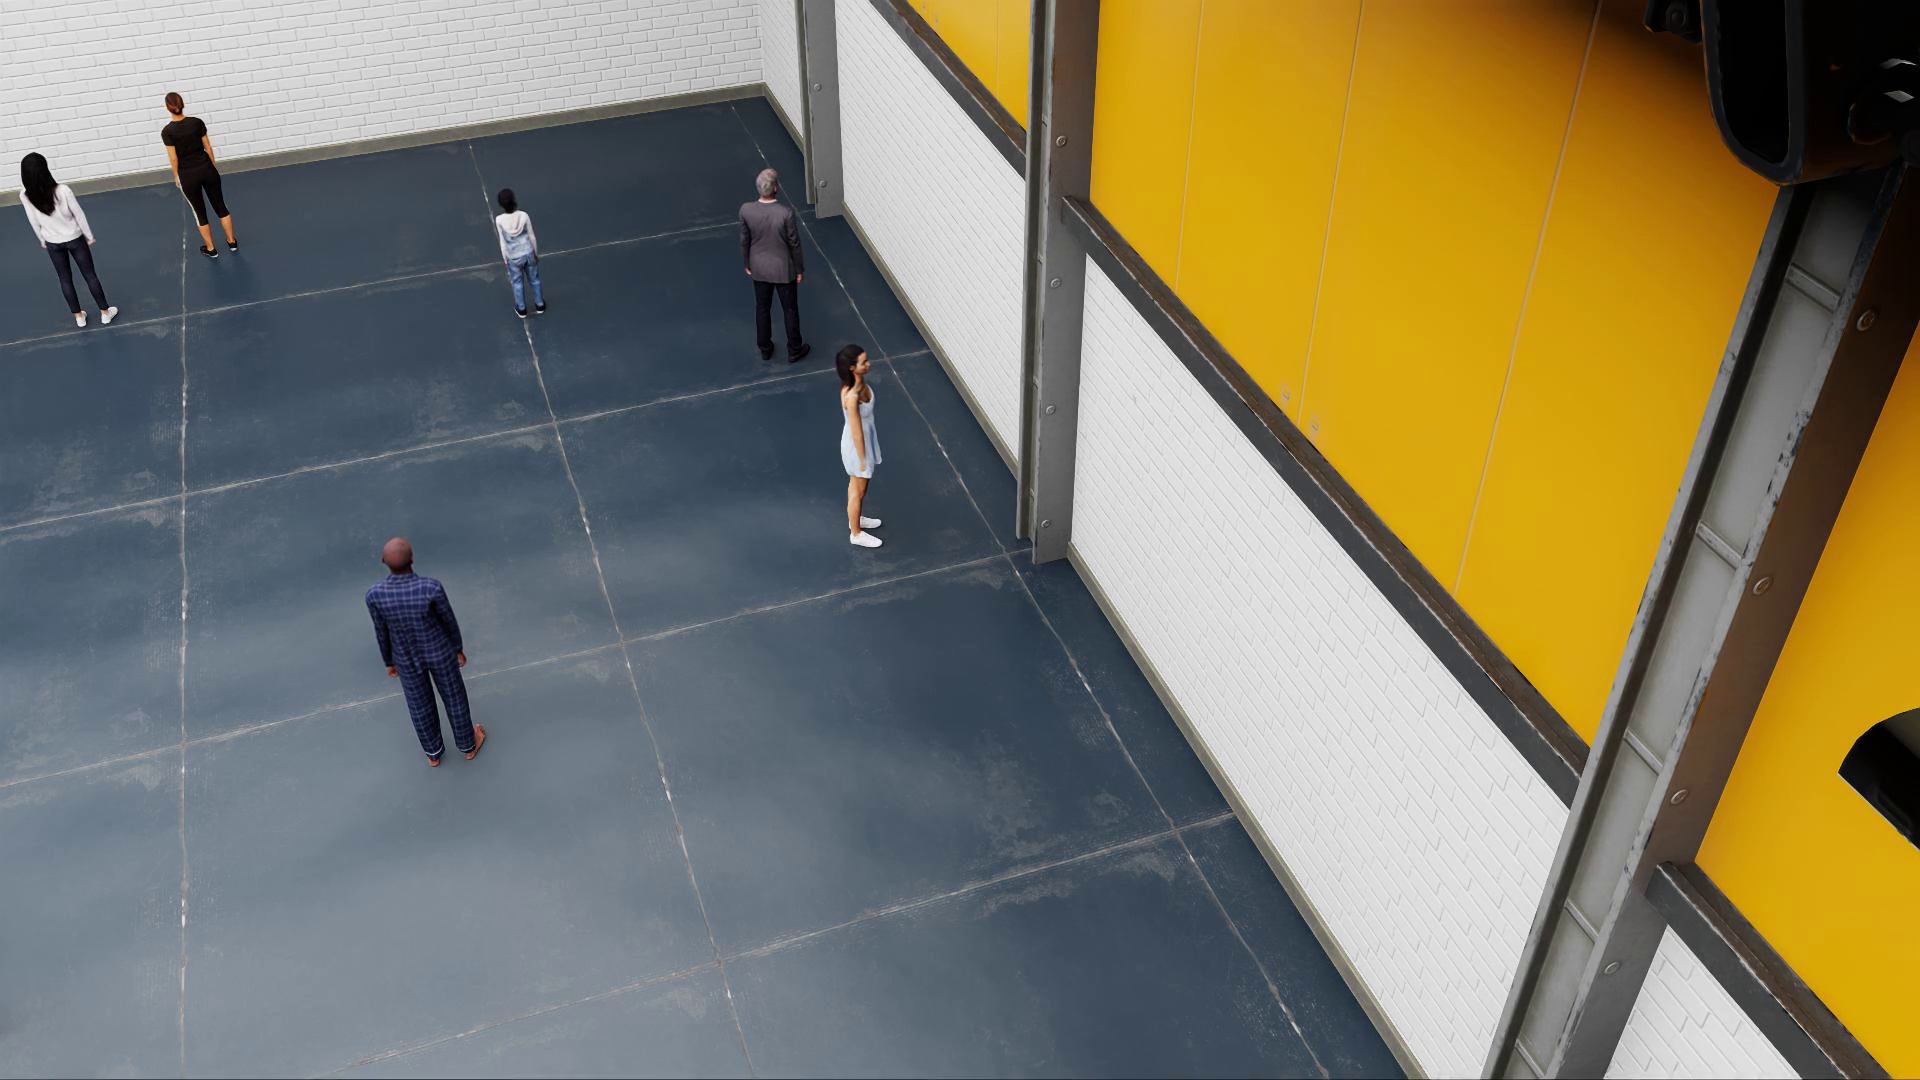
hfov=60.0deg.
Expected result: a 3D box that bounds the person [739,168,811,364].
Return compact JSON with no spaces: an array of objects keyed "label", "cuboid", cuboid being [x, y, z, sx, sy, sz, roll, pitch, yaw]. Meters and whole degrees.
[{"label":"person","cuboid":[-1.629,-2.401,14.574,0.798,1.842,0.800,7,39,9]}]

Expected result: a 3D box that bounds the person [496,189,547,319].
[{"label":"person","cuboid":[-4.068,-2.649,15.350,0.472,1.260,0.481,-13,40,-16]}]

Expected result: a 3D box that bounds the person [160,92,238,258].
[{"label":"person","cuboid":[-7.415,-3.562,16.165,0.651,1.669,0.639,-29,47,-32]}]

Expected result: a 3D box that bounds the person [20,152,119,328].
[{"label":"person","cuboid":[-8.135,-2.727,15.095,0.636,1.701,0.589,-8,39,-10]}]

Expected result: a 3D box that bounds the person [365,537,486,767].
[{"label":"person","cuboid":[-3.445,0.721,10.683,0.688,1.818,0.623,-8,39,-10]}]

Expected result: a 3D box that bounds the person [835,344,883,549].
[{"label":"person","cuboid":[-0.772,-0.728,12.567,0.712,1.730,0.578,-1,39,-1]}]
